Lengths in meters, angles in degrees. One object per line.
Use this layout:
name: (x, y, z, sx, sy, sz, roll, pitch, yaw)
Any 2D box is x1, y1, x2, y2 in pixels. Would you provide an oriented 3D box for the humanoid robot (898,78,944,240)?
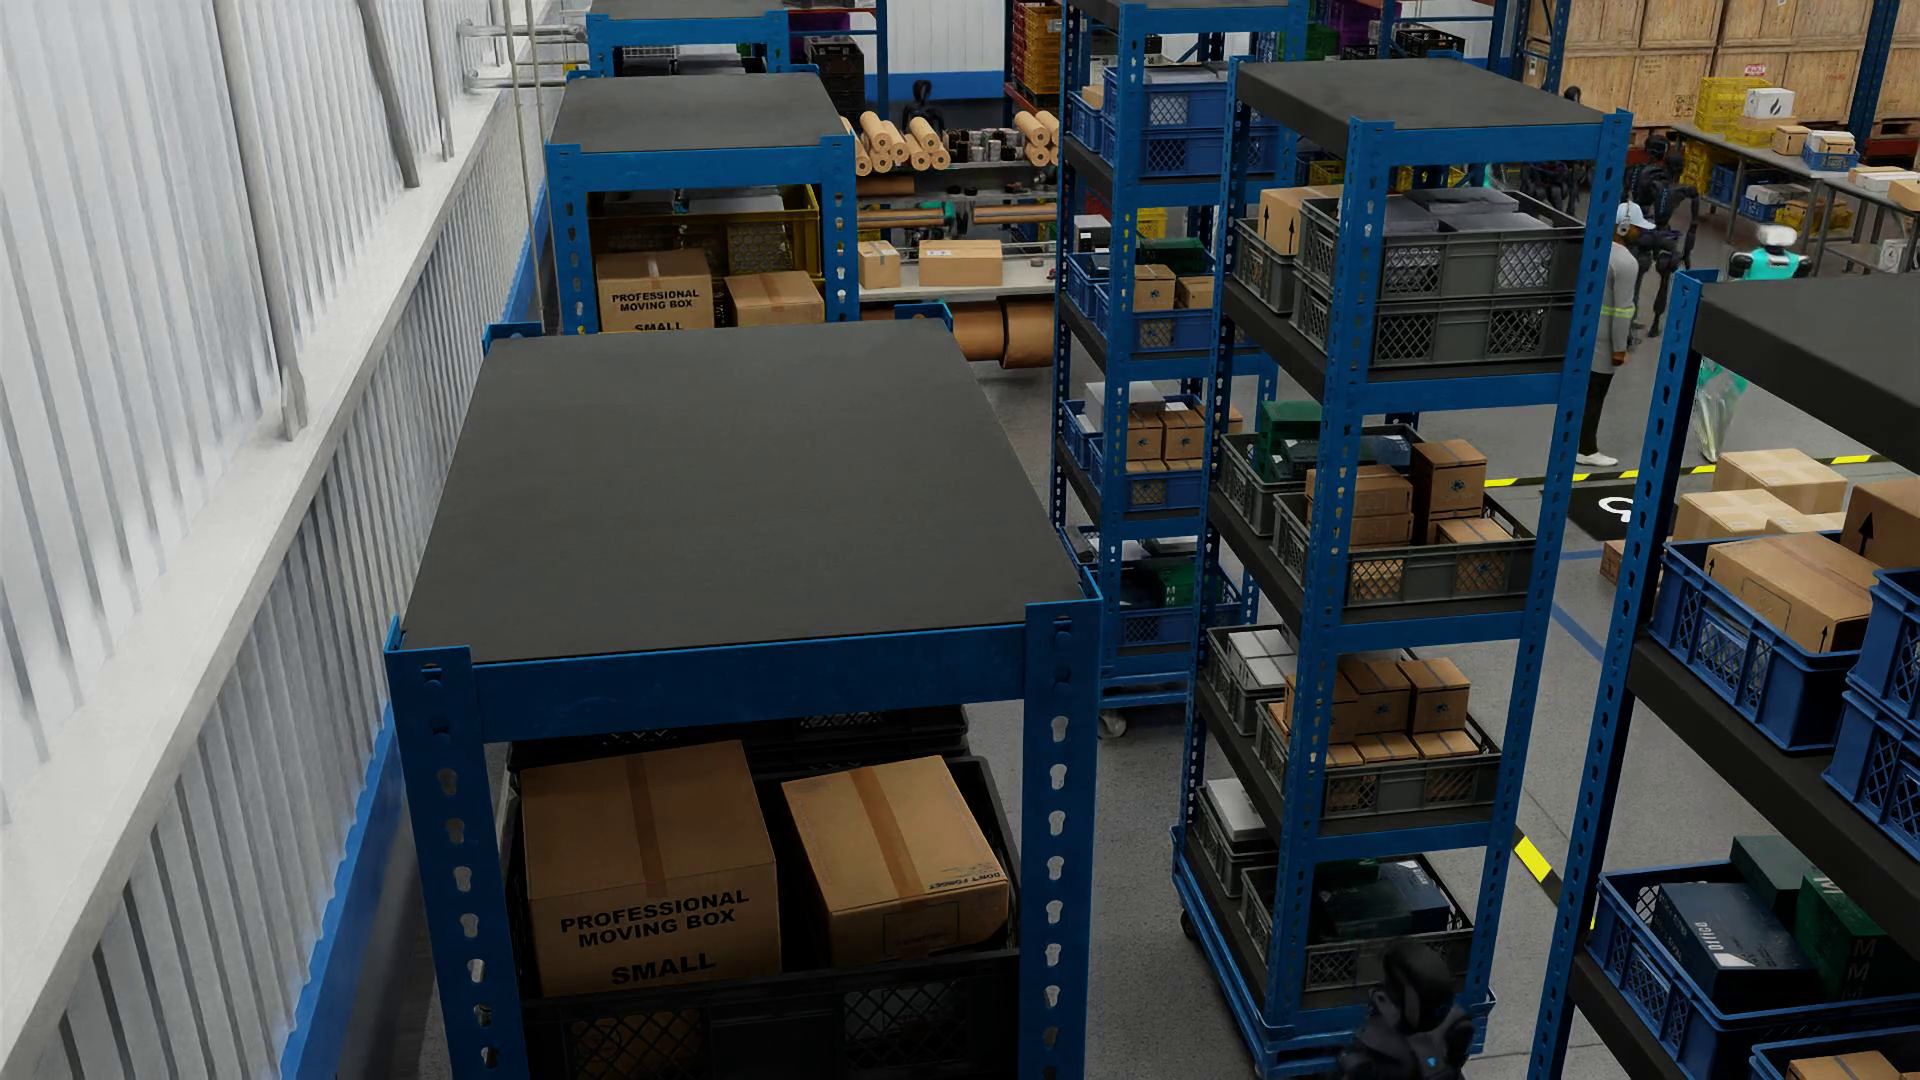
humanoid robot: (-0.374, -3.876, 17.030, 0.603, 1.659, 0.314, 18, 30, 34)

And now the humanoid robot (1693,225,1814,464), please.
humanoid robot: (5.366, -1.313, 11.529, 0.544, 1.881, 0.761, 1, 25, 2)

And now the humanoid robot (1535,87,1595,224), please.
humanoid robot: (6.110, -3.737, 16.768, 0.598, 1.628, 0.726, 15, 29, 30)

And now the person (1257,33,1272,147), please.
person: (3.464, -5.081, 19.413, 0.356, 1.882, 0.573, 10, 26, 20)

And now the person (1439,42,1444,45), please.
person: (4.779, -4.085, 17.089, 0.619, 2.031, 0.507, 7, 26, 15)

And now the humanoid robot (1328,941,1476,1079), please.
humanoid robot: (1.144, 1.785, 4.749, 0.609, 1.631, 0.620, -15, 29, -29)

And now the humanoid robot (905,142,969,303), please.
humanoid robot: (-0.230, -2.333, 13.605, 0.538, 1.730, 1.026, 5, 25, 11)

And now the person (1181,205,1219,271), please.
person: (2.353, -3.408, 15.841, 0.431, 1.835, 0.622, -13, 28, -26)

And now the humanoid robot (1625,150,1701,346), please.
humanoid robot: (5.828, -2.440, 13.988, 0.591, 1.643, 0.731, 17, 30, 33)

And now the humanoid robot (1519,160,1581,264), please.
humanoid robot: (5.723, -3.454, 16.125, 0.602, 1.637, 0.498, 2, 25, 5)

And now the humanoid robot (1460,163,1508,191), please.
humanoid robot: (5.227, -3.580, 16.392, 0.540, 1.813, 0.846, -21, 32, -38)

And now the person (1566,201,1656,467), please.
person: (4.464, -1.430, 11.518, 0.405, 1.848, 0.589, -4, 25, -9)

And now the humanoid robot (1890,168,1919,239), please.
humanoid robot: (9.520, -3.537, 16.216, 0.547, 1.730, 0.990, -6, 25, -12)

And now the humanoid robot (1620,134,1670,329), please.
humanoid robot: (5.880, -2.681, 14.439, 0.331, 1.654, 0.614, -7, 26, -15)
